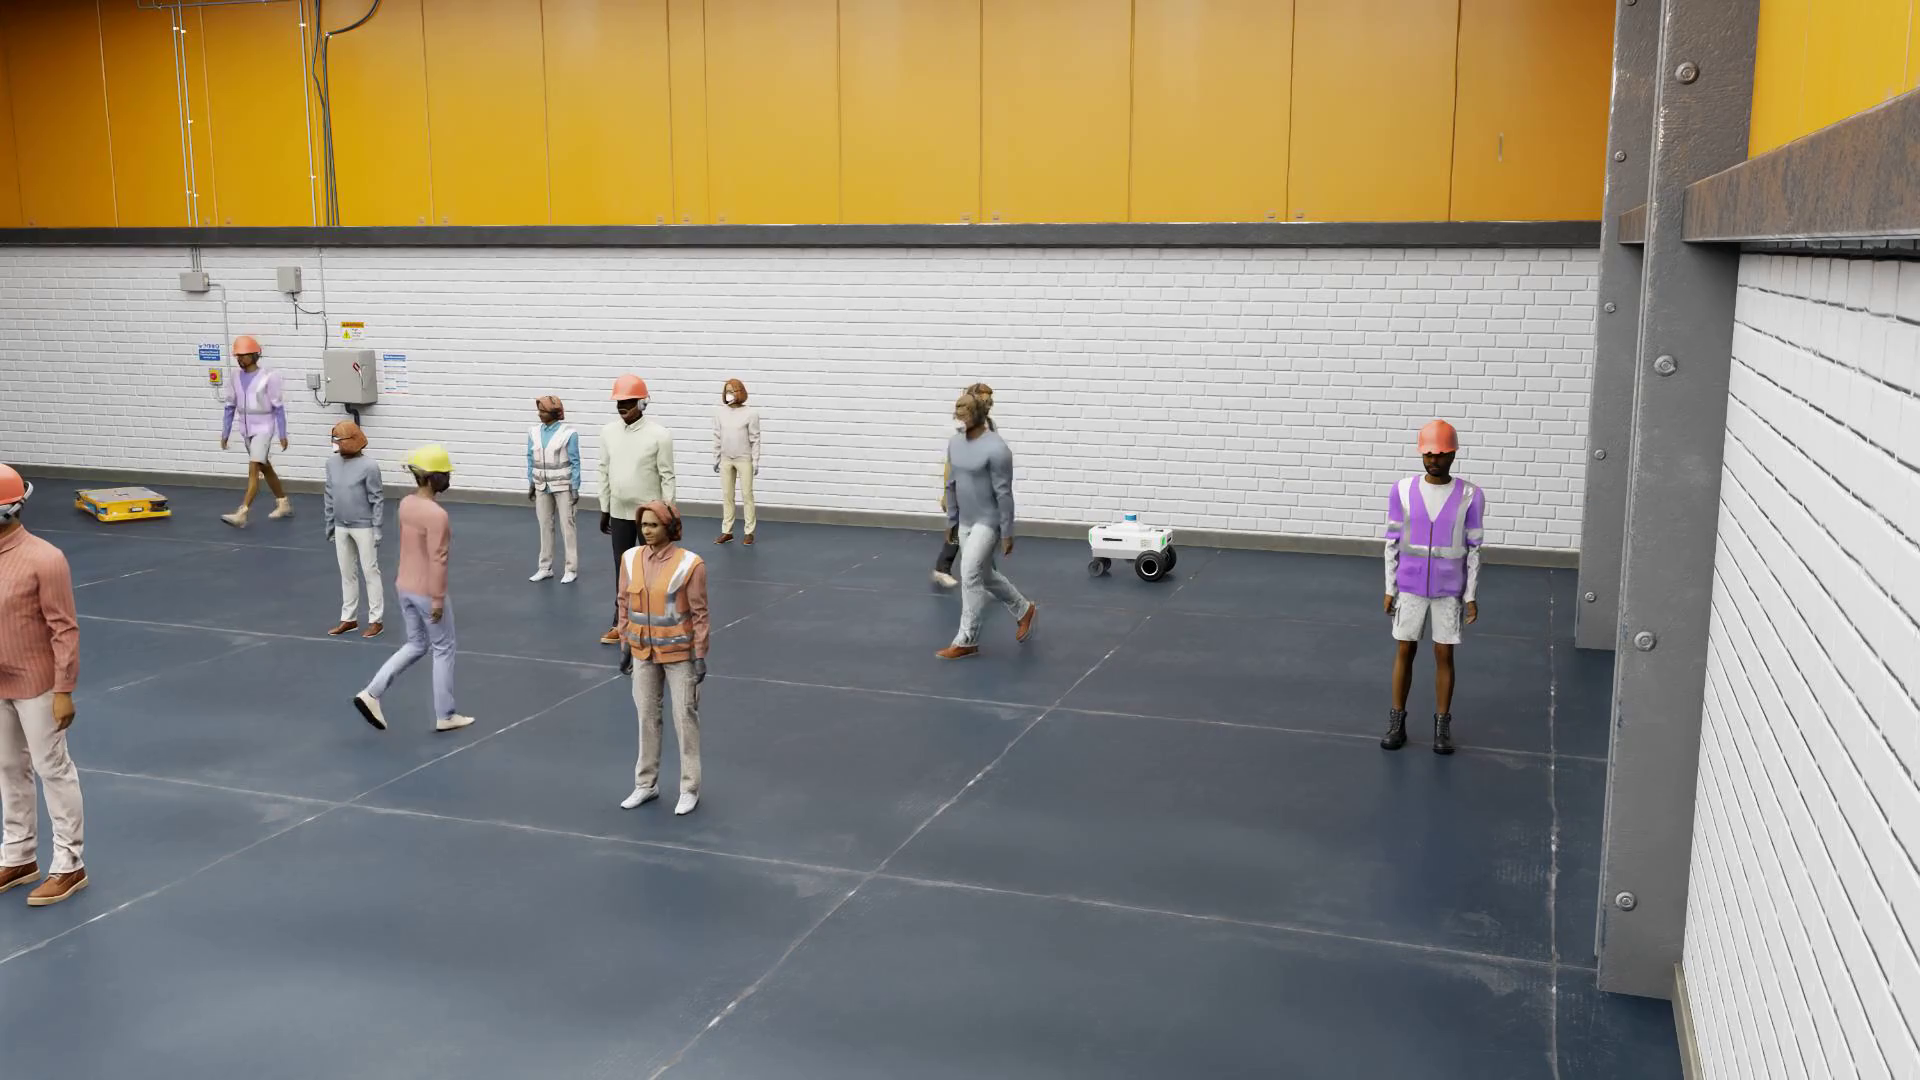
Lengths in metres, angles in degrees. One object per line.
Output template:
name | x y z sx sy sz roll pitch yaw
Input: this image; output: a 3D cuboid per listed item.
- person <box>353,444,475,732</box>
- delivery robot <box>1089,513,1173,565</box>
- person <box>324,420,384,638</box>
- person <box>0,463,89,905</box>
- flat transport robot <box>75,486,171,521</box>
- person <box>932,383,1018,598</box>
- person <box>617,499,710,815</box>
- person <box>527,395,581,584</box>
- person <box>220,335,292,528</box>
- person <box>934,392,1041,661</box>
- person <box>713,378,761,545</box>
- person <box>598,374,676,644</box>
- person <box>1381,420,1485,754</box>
person | -3.259 0.309 9.879 0.540 1.746 0.629 9 14 42
delivery robot | 1.505 0.006 14.705 0.707 0.478 0.477 3 11 19
person | -4.531 -0.083 12.437 0.499 1.632 0.285 4 11 21
person | -4.193 0.634 7.392 0.611 1.990 0.392 4 11 21
flat transport robot | -9.122 -0.407 18.092 0.652 0.197 1.431 -8 13 -38
person | 0.103 -0.429 13.981 1.011 1.791 0.494 8 13 38
person | -1.527 0.598 8.579 0.514 1.642 0.314 4 11 21
person | -3.519 -0.439 14.431 0.514 1.636 0.314 4 11 21
person | -7.414 -1.139 17.392 0.637 1.981 1.072 4 11 19
person | 0.218 -0.117 11.880 0.898 1.909 0.643 -7 12 -33
person | -2.186 -0.763 16.261 0.499 1.634 0.285 4 11 21
person | -2.370 -0.212 12.139 0.611 1.996 0.387 4 11 21
person | 2.715 0.271 9.583 0.544 1.939 0.372 4 11 21
